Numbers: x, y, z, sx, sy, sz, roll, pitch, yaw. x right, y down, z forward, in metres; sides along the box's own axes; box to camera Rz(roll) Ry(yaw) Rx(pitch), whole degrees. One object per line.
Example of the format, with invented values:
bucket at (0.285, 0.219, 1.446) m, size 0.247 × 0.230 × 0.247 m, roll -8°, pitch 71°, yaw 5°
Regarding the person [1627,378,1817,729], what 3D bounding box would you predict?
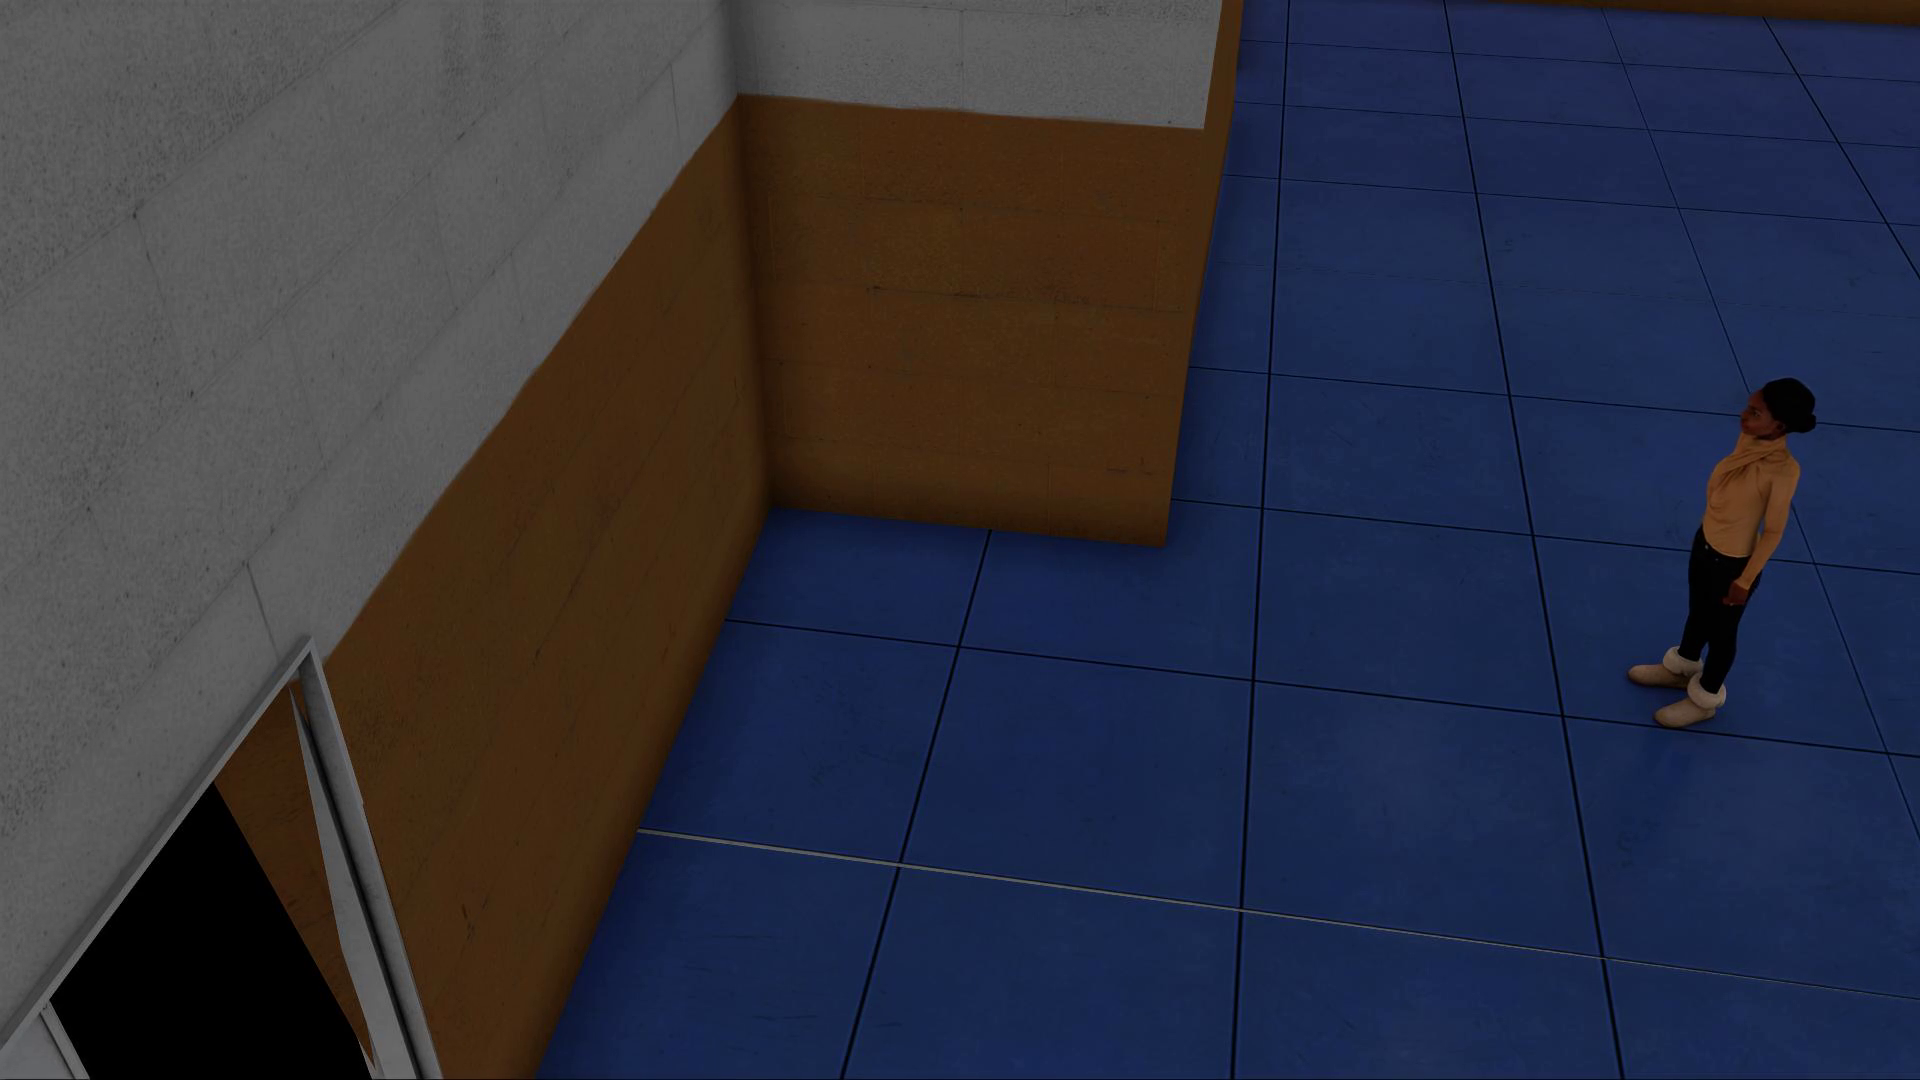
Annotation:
person at (3.153, 0.051, 6.800) m, size 0.605 × 1.660 × 0.632 m, roll -1°, pitch 37°, yaw -1°
